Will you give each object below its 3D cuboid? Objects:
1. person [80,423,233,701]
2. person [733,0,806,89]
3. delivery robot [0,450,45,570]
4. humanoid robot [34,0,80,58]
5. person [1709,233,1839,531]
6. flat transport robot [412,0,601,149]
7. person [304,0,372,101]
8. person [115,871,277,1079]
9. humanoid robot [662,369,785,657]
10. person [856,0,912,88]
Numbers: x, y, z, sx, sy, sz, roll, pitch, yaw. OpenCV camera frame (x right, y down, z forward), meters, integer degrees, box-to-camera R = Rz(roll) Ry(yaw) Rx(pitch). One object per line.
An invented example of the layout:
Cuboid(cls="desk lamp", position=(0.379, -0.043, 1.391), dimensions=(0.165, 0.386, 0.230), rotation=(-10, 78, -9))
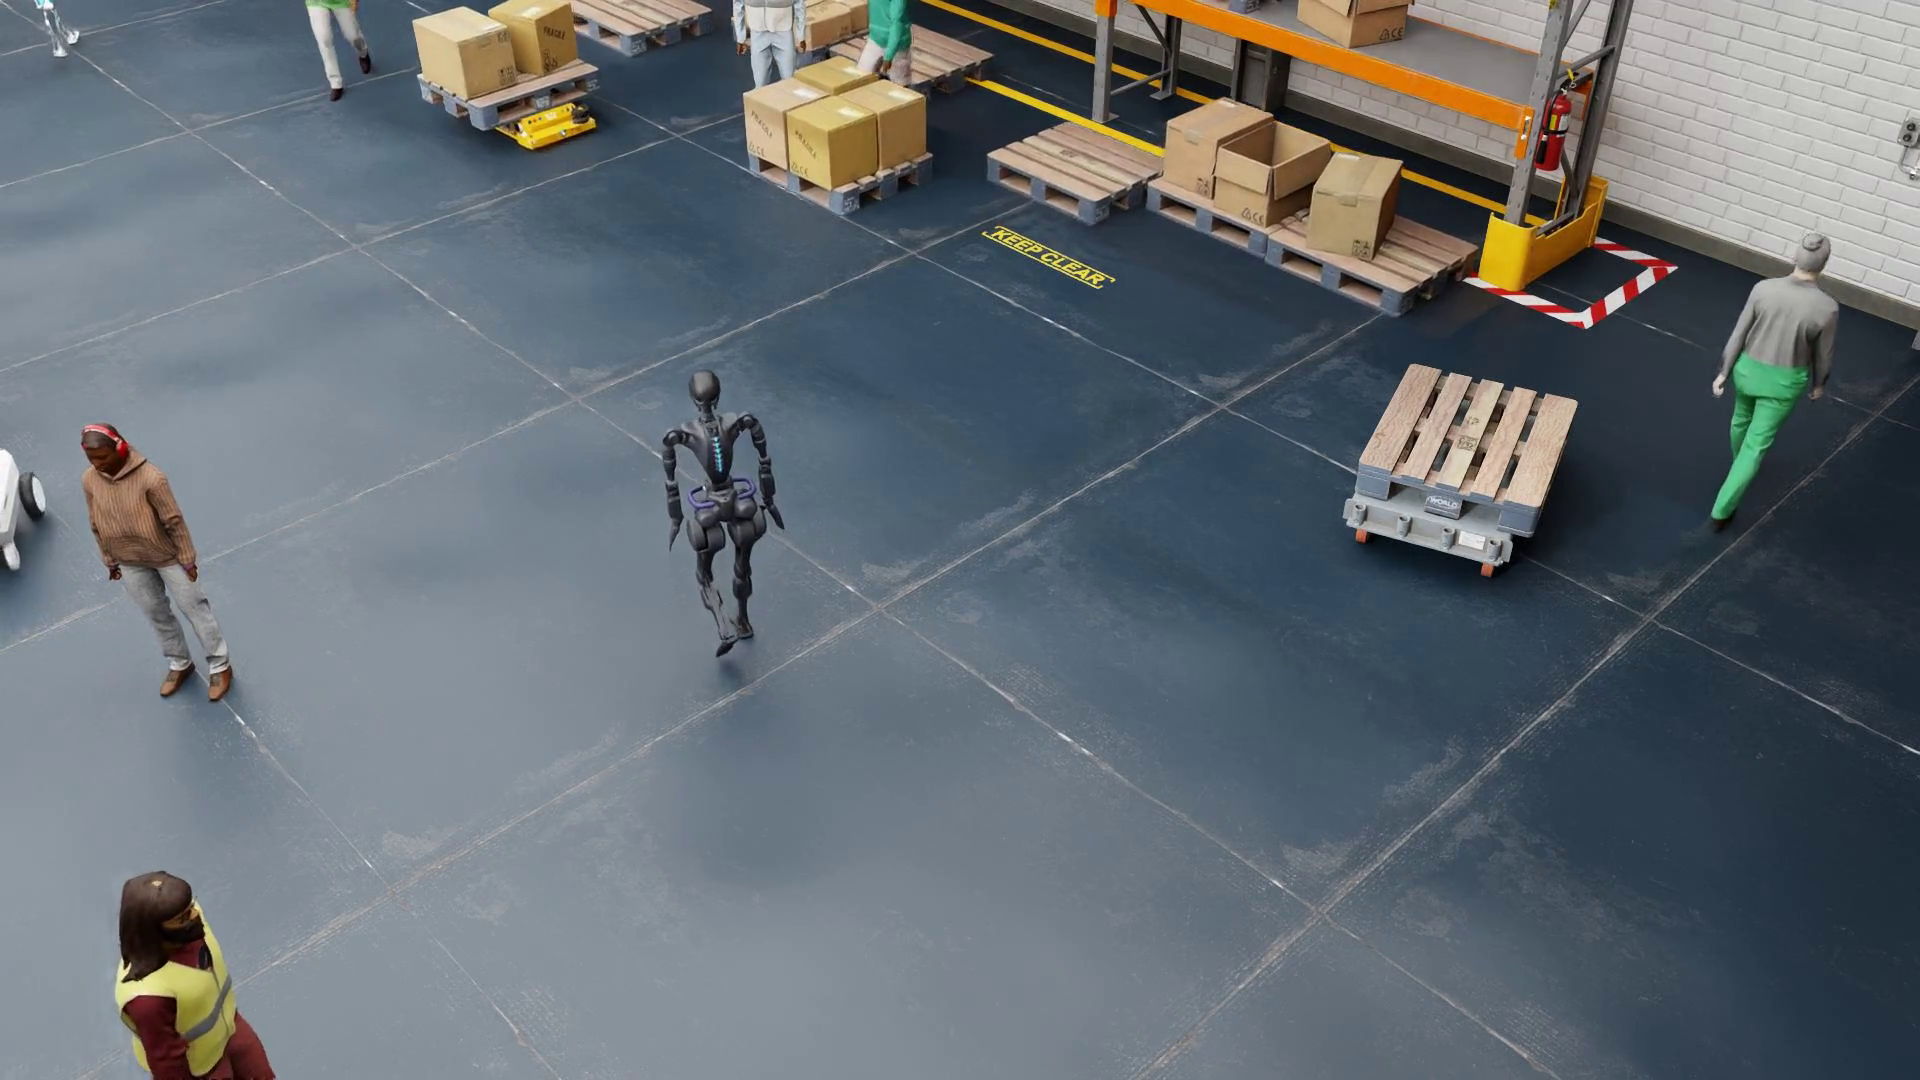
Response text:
Cuboid(cls="person", position=(-4.015, 0.093, 8.269), dimensions=(0.473, 1.641, 0.340), rotation=(1, 37, 2))
Cuboid(cls="person", position=(-1.562, -4.193, 13.729), dimensions=(0.595, 1.909, 0.410), rotation=(0, 37, 0))
Cuboid(cls="delivery robot", position=(-5.620, -0.191, 9.563), dimensions=(0.499, 0.612, 0.814), rotation=(-11, 39, -15))
Cuboid(cls="humanoid robot", position=(-8.496, -5.208, 15.263), dimensions=(0.547, 1.771, 1.034), rotation=(-8, 38, -10))
Cuboid(cls="person", position=(4.697, -0.974, 9.569), dimensions=(0.548, 1.785, 0.982), rotation=(29, 46, 33))
Cuboid(cls="flat transport robot", position=(-3.886, -3.787, 14.547), dimensions=(1.431, 0.231, 0.659), rotation=(31, 47, 34))
Cuboid(cls="person", position=(-5.585, -4.852, 14.721), dimensions=(0.548, 1.759, 0.727), rotation=(-2, 37, -3))
Cuboid(cls="person", position=(-2.753, 1.809, 5.914), dimensions=(0.666, 1.748, 0.483), rotation=(-1, 37, -1))
Cuboid(cls="humanoid robot", position=(-1.187, -0.107, 8.509), dimensions=(0.611, 1.638, 0.500), rotation=(-13, 39, -17))
Cuboid(cls="person", position=(-0.657, -3.999, 13.535), dimensions=(0.496, 1.820, 0.735), rotation=(28, 45, 32))
